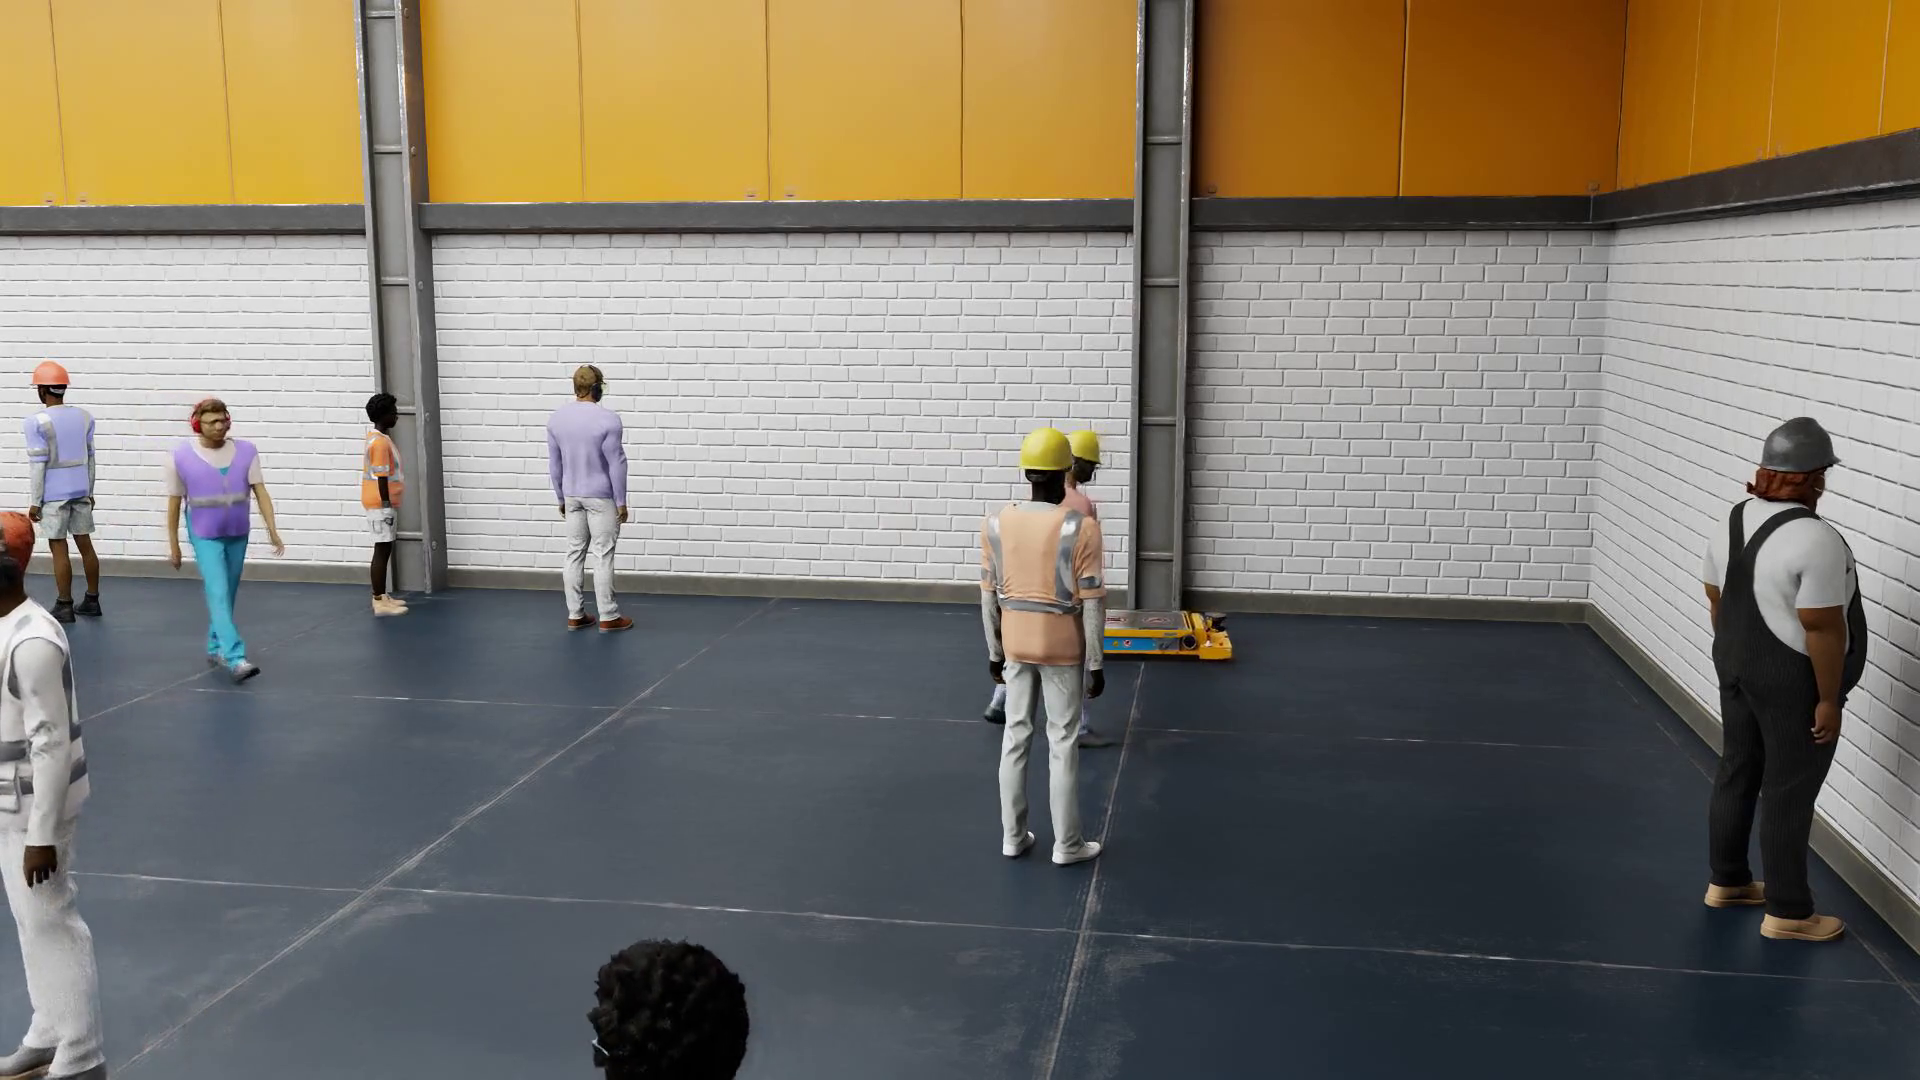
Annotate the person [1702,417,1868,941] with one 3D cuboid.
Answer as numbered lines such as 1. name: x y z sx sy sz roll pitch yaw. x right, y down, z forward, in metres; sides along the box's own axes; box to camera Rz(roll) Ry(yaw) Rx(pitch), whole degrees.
1. person: 3.282 0.532 6.566 0.538 2.000 0.688 -2 9 -11

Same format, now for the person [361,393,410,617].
1. person: -4.363 -0.269 12.596 0.321 1.689 0.530 -3 10 -17

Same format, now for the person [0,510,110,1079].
1. person: -2.904 0.837 5.171 0.345 1.883 0.580 -7 12 -38

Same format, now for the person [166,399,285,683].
1. person: -4.695 -0.002 10.622 0.961 1.792 0.575 8 12 39

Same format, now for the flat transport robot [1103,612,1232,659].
1. flat transport robot: 1.115 0.634 11.378 1.431 0.197 0.652 1 9 4

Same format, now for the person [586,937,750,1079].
1. person: -0.440 1.378 2.435 0.559 1.676 0.593 -7 12 -37

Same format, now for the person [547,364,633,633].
1. person: -2.655 -0.293 11.973 0.631 1.939 0.369 4 10 22

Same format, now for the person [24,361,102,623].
1. person: -6.668 -0.353 12.339 0.354 1.939 0.544 4 10 22

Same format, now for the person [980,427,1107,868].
1. person: 0.372 0.471 7.286 0.588 1.930 0.363 5 10 28

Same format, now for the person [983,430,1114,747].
1. person: 0.505 0.262 9.194 0.516 1.731 0.735 -5 11 -29
